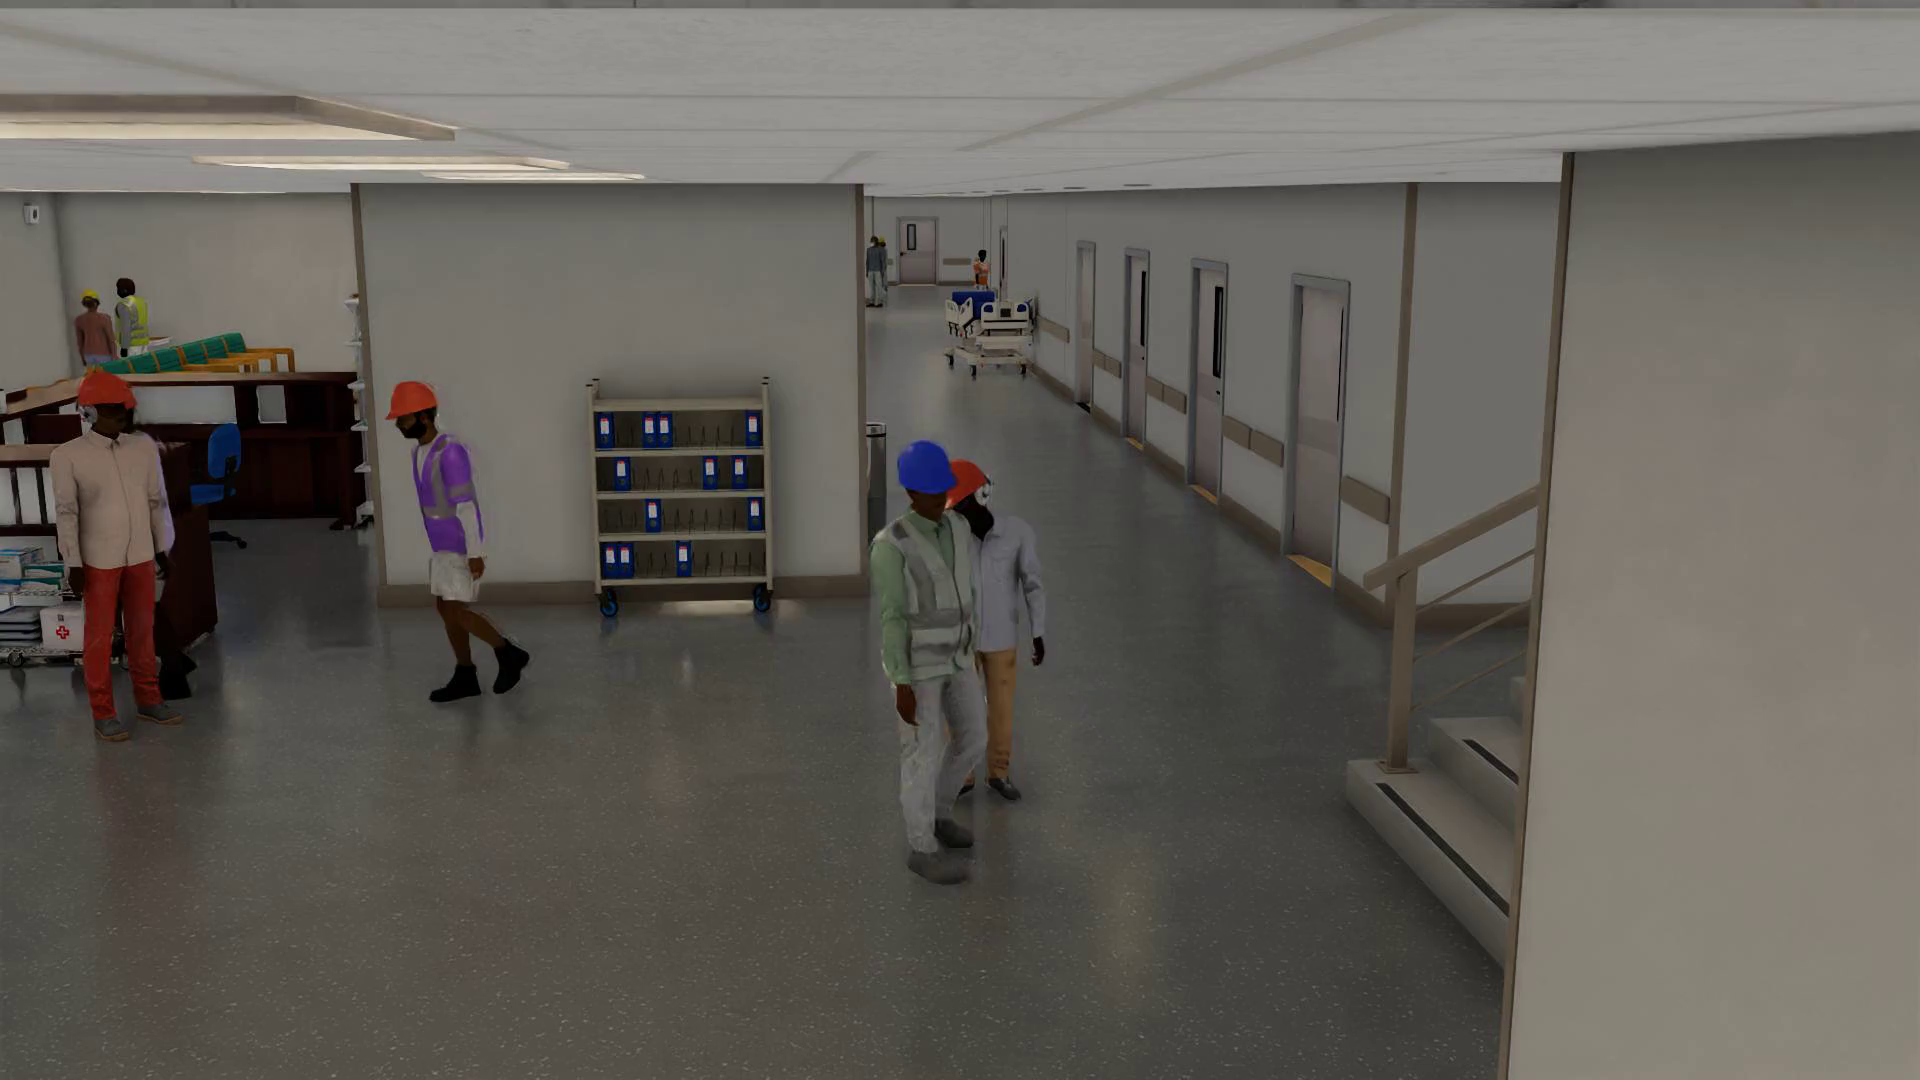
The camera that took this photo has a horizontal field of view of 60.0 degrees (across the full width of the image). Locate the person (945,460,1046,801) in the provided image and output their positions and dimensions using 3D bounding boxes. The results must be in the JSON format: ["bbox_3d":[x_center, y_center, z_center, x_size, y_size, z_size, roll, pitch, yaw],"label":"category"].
[{"bbox_3d":[0.099,0.449,7.998,0.611,1.712,0.430,-2,12,-9],"label":"person"}]

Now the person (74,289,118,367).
[{"bbox_3d":[-11.451,-2.439,21.999,0.548,1.740,0.589,2,12,8],"label":"person"}]

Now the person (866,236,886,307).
[{"bbox_3d":[-2.308,-7.310,45.337,0.638,1.936,0.356,8,14,34],"label":"person"}]

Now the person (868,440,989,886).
[{"bbox_3d":[-0.135,0.518,7.176,0.465,1.919,0.696,9,15,37],"label":"person"}]

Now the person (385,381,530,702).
[{"bbox_3d":[-2.937,0.017,9.623,0.642,1.901,0.576,-10,15,-39],"label":"person"}]

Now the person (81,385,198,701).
[{"bbox_3d":[-4.747,0.017,9.622,0.460,1.900,0.574,-5,13,-24],"label":"person"}]

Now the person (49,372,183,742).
[{"bbox_3d":[-4.597,0.081,9.074,0.375,1.997,0.611,6,13,28],"label":"person"}]

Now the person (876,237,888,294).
[{"bbox_3d":[-2.453,-8.581,52.023,0.308,1.742,0.493,-9,14,-36],"label":"person"}]

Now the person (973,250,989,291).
[{"bbox_3d":[0.526,-6.335,41.162,0.322,1.697,0.531,7,14,31],"label":"person"}]

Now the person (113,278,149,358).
[{"bbox_3d":[-11.505,-2.714,23.114,0.429,1.842,0.627,0,12,0],"label":"person"}]
